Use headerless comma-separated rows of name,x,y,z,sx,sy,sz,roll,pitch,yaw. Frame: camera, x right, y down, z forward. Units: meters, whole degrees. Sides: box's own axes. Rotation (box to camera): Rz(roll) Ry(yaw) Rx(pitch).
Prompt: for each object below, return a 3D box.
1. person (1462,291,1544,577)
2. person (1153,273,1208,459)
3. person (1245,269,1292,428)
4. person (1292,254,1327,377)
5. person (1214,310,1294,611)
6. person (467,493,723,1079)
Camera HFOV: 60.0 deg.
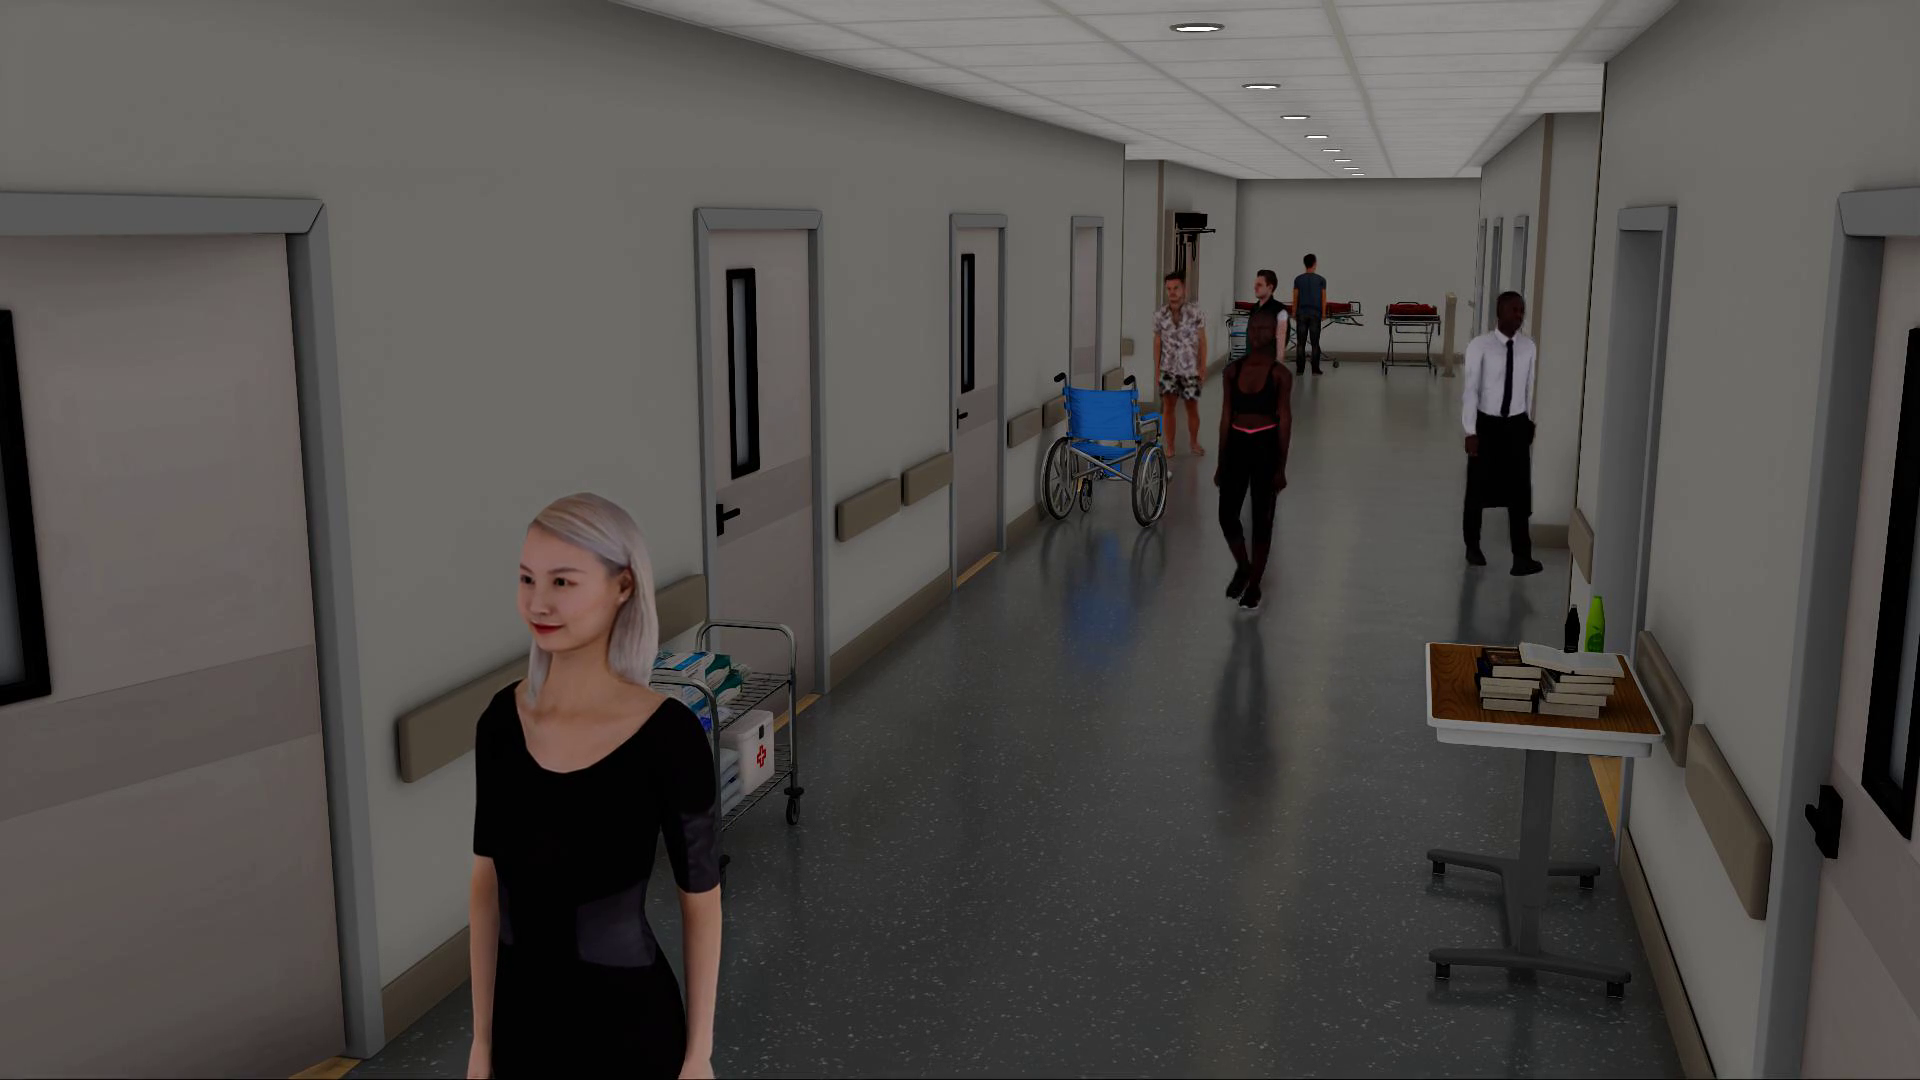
person,3.439,-0.677,10.777,0.910,1.793,1.268,-1,11,-3
person,2.143,-1.666,16.046,0.673,1.773,0.869,3,11,13
person,2.836,-1.591,15.454,0.788,1.841,0.718,-6,12,-27
person,5.257,-3.392,25.044,0.665,1.808,0.570,4,11,20
person,1.769,-0.479,9.844,0.665,1.753,0.663,5,12,25
person,-0.596,0.830,2.738,0.584,1.829,0.486,3,11,15
